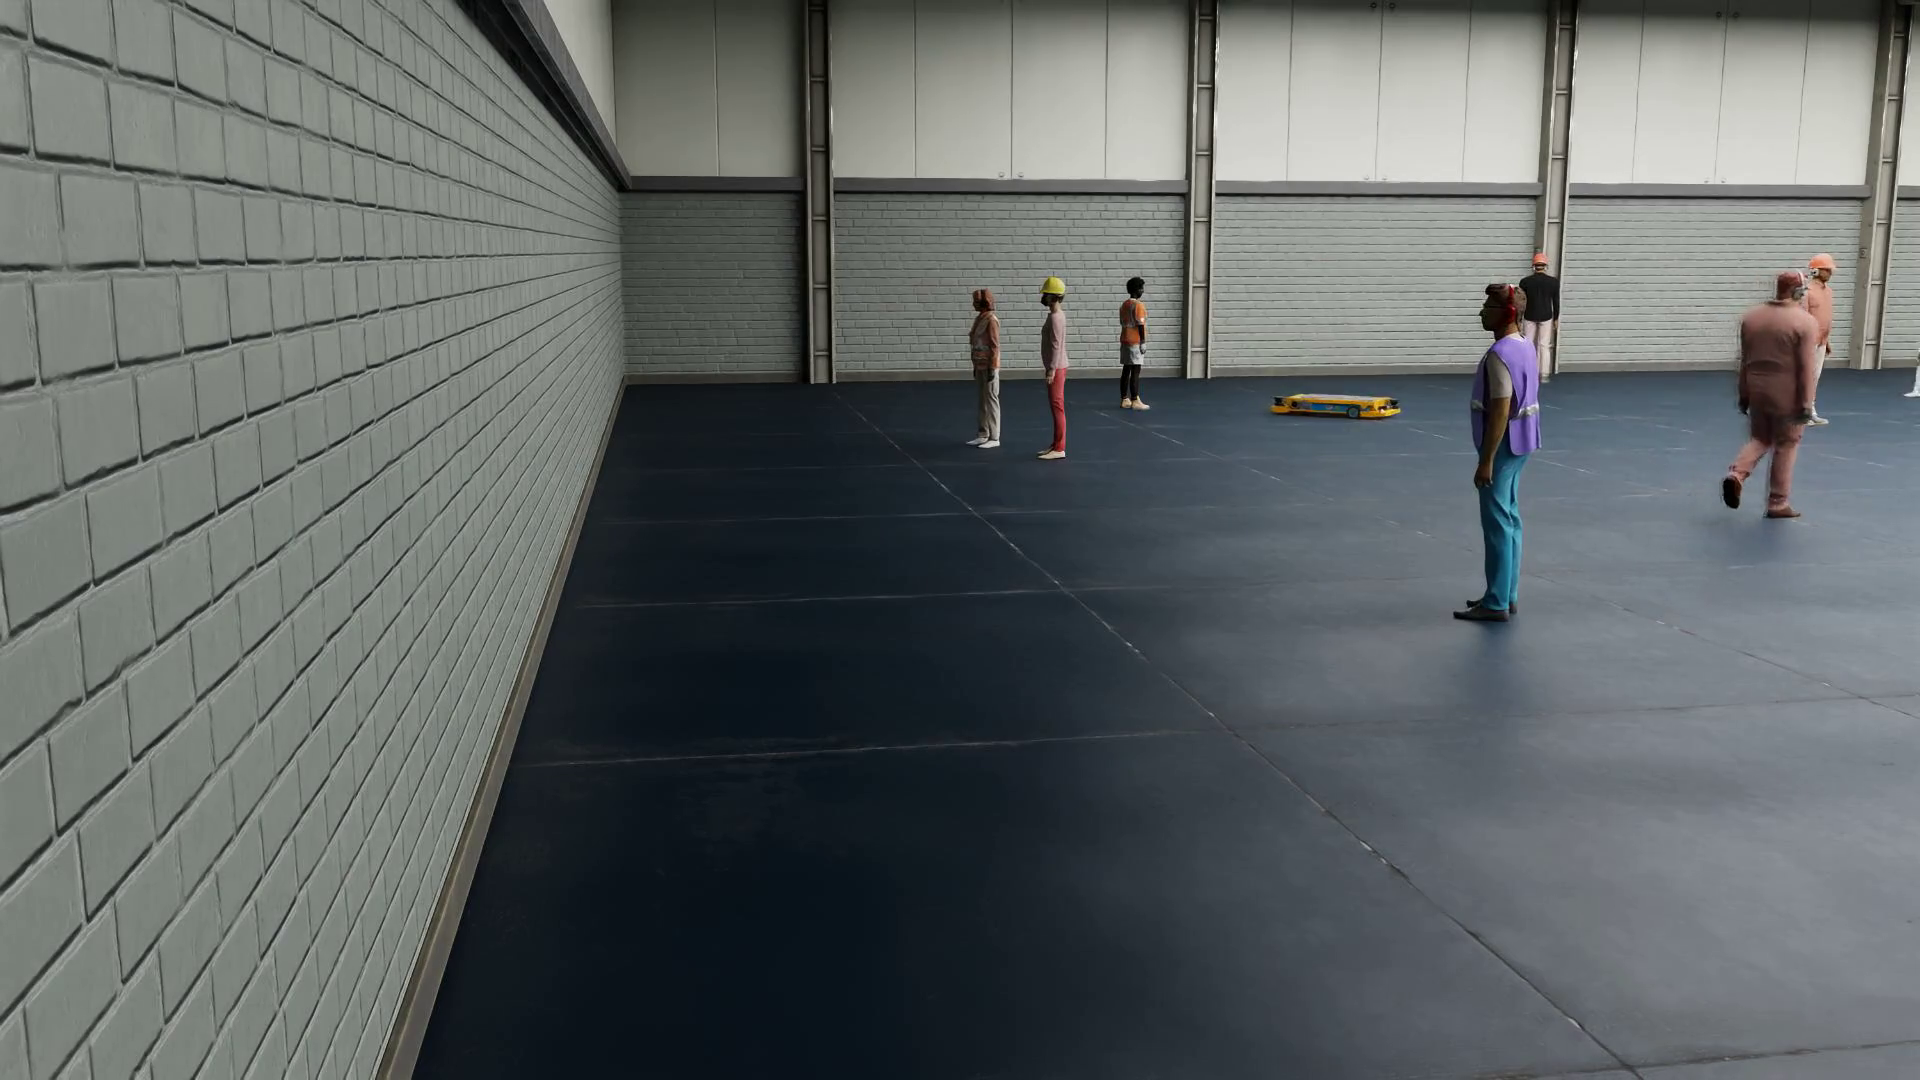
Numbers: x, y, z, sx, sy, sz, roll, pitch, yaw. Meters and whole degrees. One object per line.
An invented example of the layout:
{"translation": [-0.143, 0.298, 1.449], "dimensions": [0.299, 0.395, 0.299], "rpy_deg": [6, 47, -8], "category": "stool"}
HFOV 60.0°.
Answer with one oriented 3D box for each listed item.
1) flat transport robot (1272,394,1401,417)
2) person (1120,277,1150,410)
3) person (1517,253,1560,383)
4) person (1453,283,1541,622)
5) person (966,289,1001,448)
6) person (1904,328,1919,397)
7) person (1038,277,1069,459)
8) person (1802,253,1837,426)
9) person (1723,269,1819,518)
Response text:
{"translation": [4.644, -1.667, 20.529], "dimensions": [1.431, 0.197, 0.652], "rpy_deg": [6, 11, 30], "category": "flat transport robot"}
{"translation": [2.228, -2.516, 21.316], "dimensions": [0.318, 1.697, 0.533], "rpy_deg": [-4, 11, -23], "category": "person"}
{"translation": [8.930, -3.424, 25.694], "dimensions": [0.621, 1.991, 0.398], "rpy_deg": [3, 10, 17], "category": "person"}
{"translation": [2.974, -0.475, 9.122], "dimensions": [0.381, 1.849, 0.570], "rpy_deg": [6, 11, 30], "category": "person"}
{"translation": [0.263, -1.762, 17.150], "dimensions": [0.315, 1.636, 0.515], "rpy_deg": [-3, 10, -19], "category": "person"}
{"translation": [13.444, -2.765, 22.942], "dimensions": [0.549, 1.624, 0.525], "rpy_deg": [3, 10, 14], "category": "person"}
{"translation": [0.907, -1.671, 16.244], "dimensions": [0.306, 1.772, 0.525], "rpy_deg": [1, 10, 4], "category": "person"}
{"translation": [9.925, -2.322, 19.335], "dimensions": [0.612, 1.997, 0.376], "rpy_deg": [-7, 12, -35], "category": "person"}
{"translation": [6.141, -1.092, 12.560], "dimensions": [0.532, 1.889, 0.670], "rpy_deg": [-5, 11, -25], "category": "person"}
